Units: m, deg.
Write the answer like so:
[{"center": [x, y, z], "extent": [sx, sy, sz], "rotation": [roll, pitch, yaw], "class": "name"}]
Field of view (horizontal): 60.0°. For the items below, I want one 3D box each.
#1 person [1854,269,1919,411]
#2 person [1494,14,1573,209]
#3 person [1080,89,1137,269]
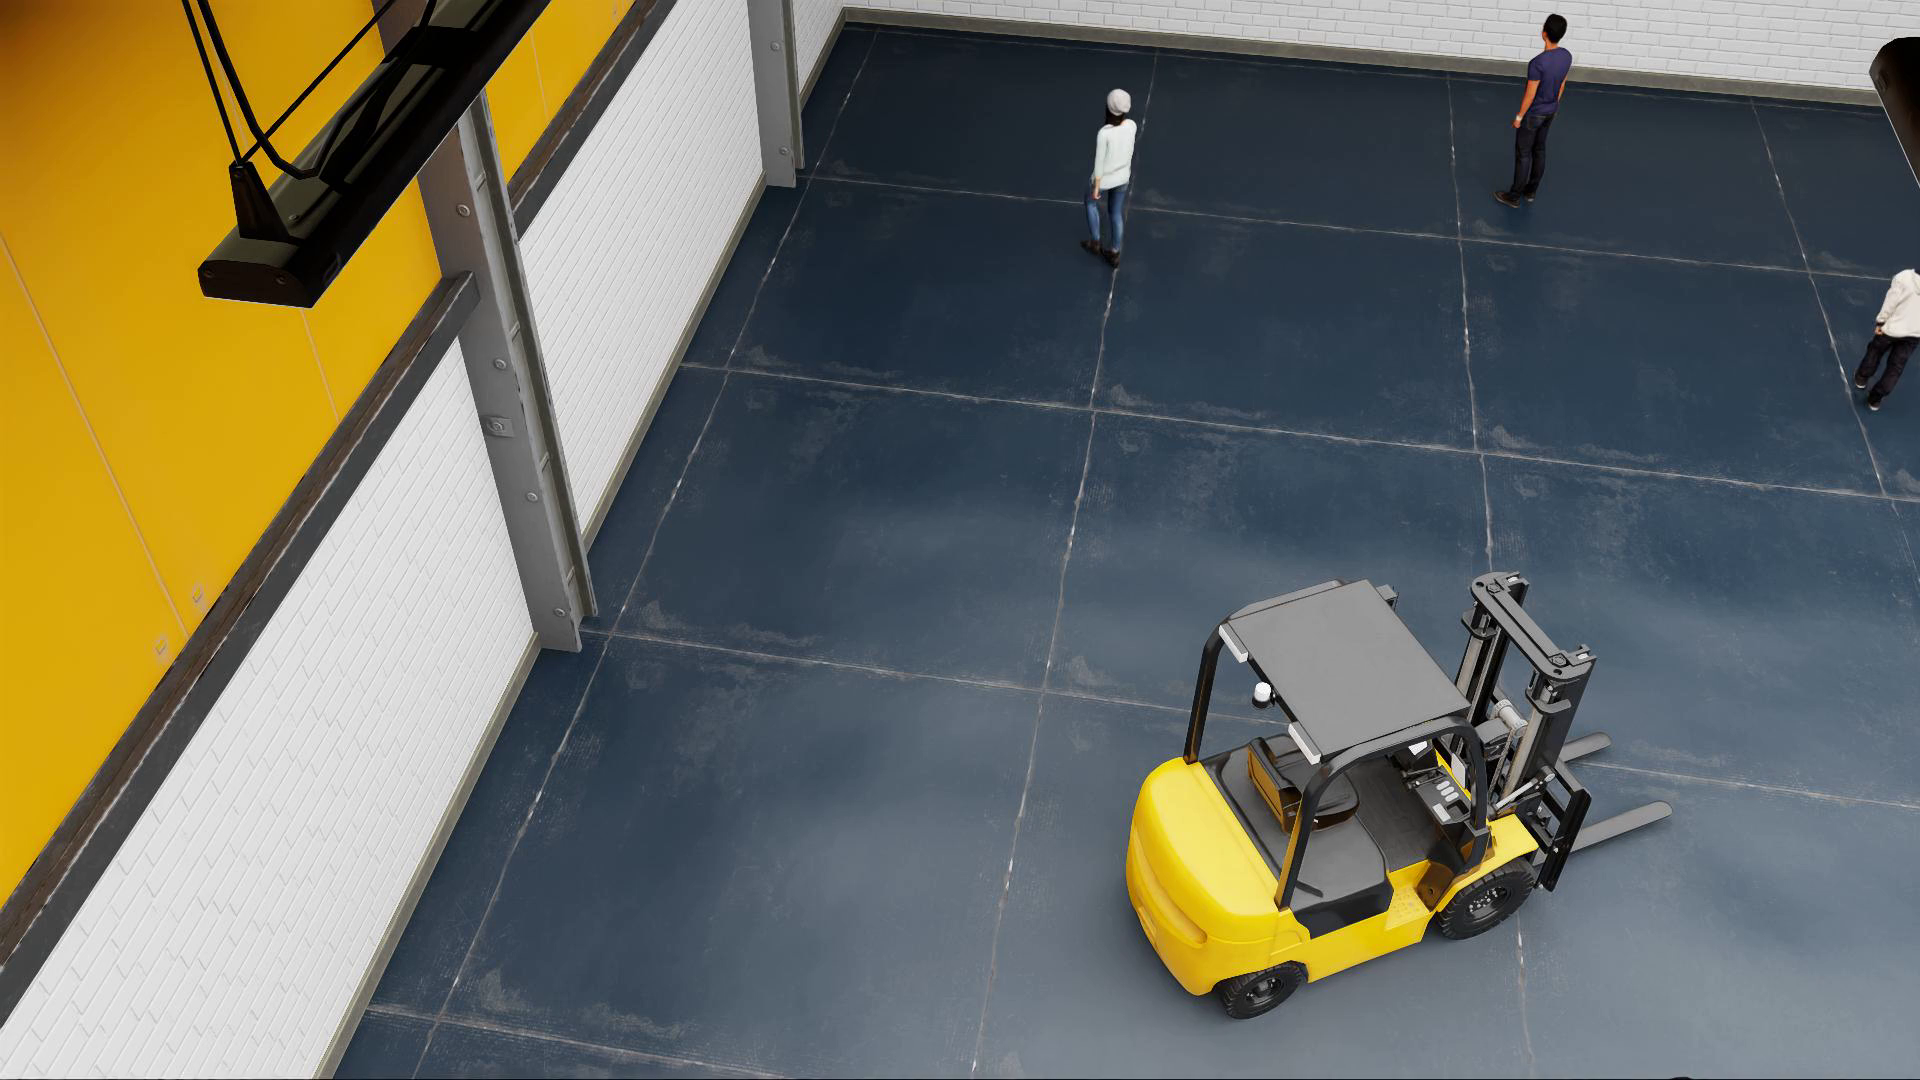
[{"center": [7.264, -1.614, 12.780], "extent": [0.677, 1.438, 0.778], "rotation": [18, 46, 18], "class": "person"}, {"center": [5.158, -3.817, 14.839], "extent": [0.715, 1.788, 0.754], "rotation": [-22, 48, -22], "class": "person"}, {"center": [1.329, -3.040, 14.137], "extent": [0.763, 1.631, 0.824], "rotation": [-23, 48, -22], "class": "person"}]
